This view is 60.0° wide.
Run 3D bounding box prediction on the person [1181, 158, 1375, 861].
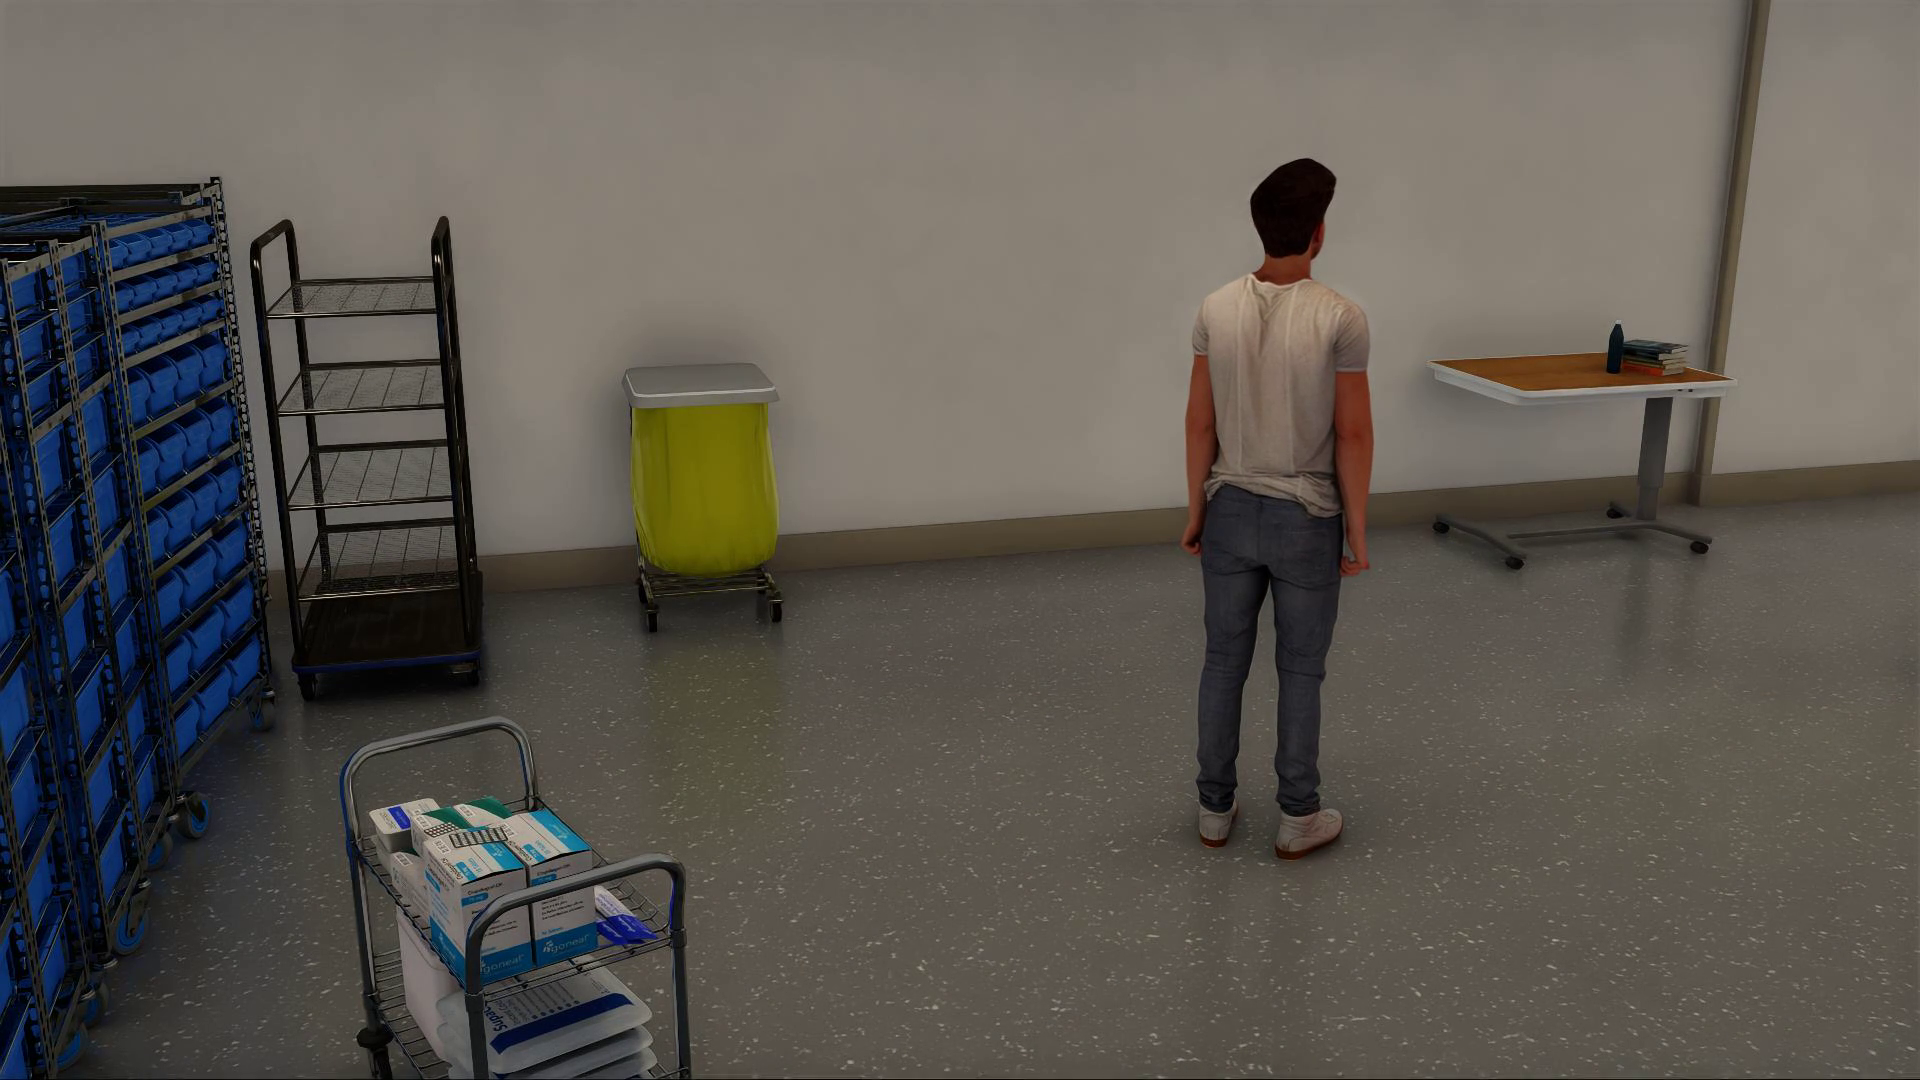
[{"bbox_3d":[0.845,-0.067,4.514,0.718,1.896,0.796,8,17,25],"label":"person"}]
